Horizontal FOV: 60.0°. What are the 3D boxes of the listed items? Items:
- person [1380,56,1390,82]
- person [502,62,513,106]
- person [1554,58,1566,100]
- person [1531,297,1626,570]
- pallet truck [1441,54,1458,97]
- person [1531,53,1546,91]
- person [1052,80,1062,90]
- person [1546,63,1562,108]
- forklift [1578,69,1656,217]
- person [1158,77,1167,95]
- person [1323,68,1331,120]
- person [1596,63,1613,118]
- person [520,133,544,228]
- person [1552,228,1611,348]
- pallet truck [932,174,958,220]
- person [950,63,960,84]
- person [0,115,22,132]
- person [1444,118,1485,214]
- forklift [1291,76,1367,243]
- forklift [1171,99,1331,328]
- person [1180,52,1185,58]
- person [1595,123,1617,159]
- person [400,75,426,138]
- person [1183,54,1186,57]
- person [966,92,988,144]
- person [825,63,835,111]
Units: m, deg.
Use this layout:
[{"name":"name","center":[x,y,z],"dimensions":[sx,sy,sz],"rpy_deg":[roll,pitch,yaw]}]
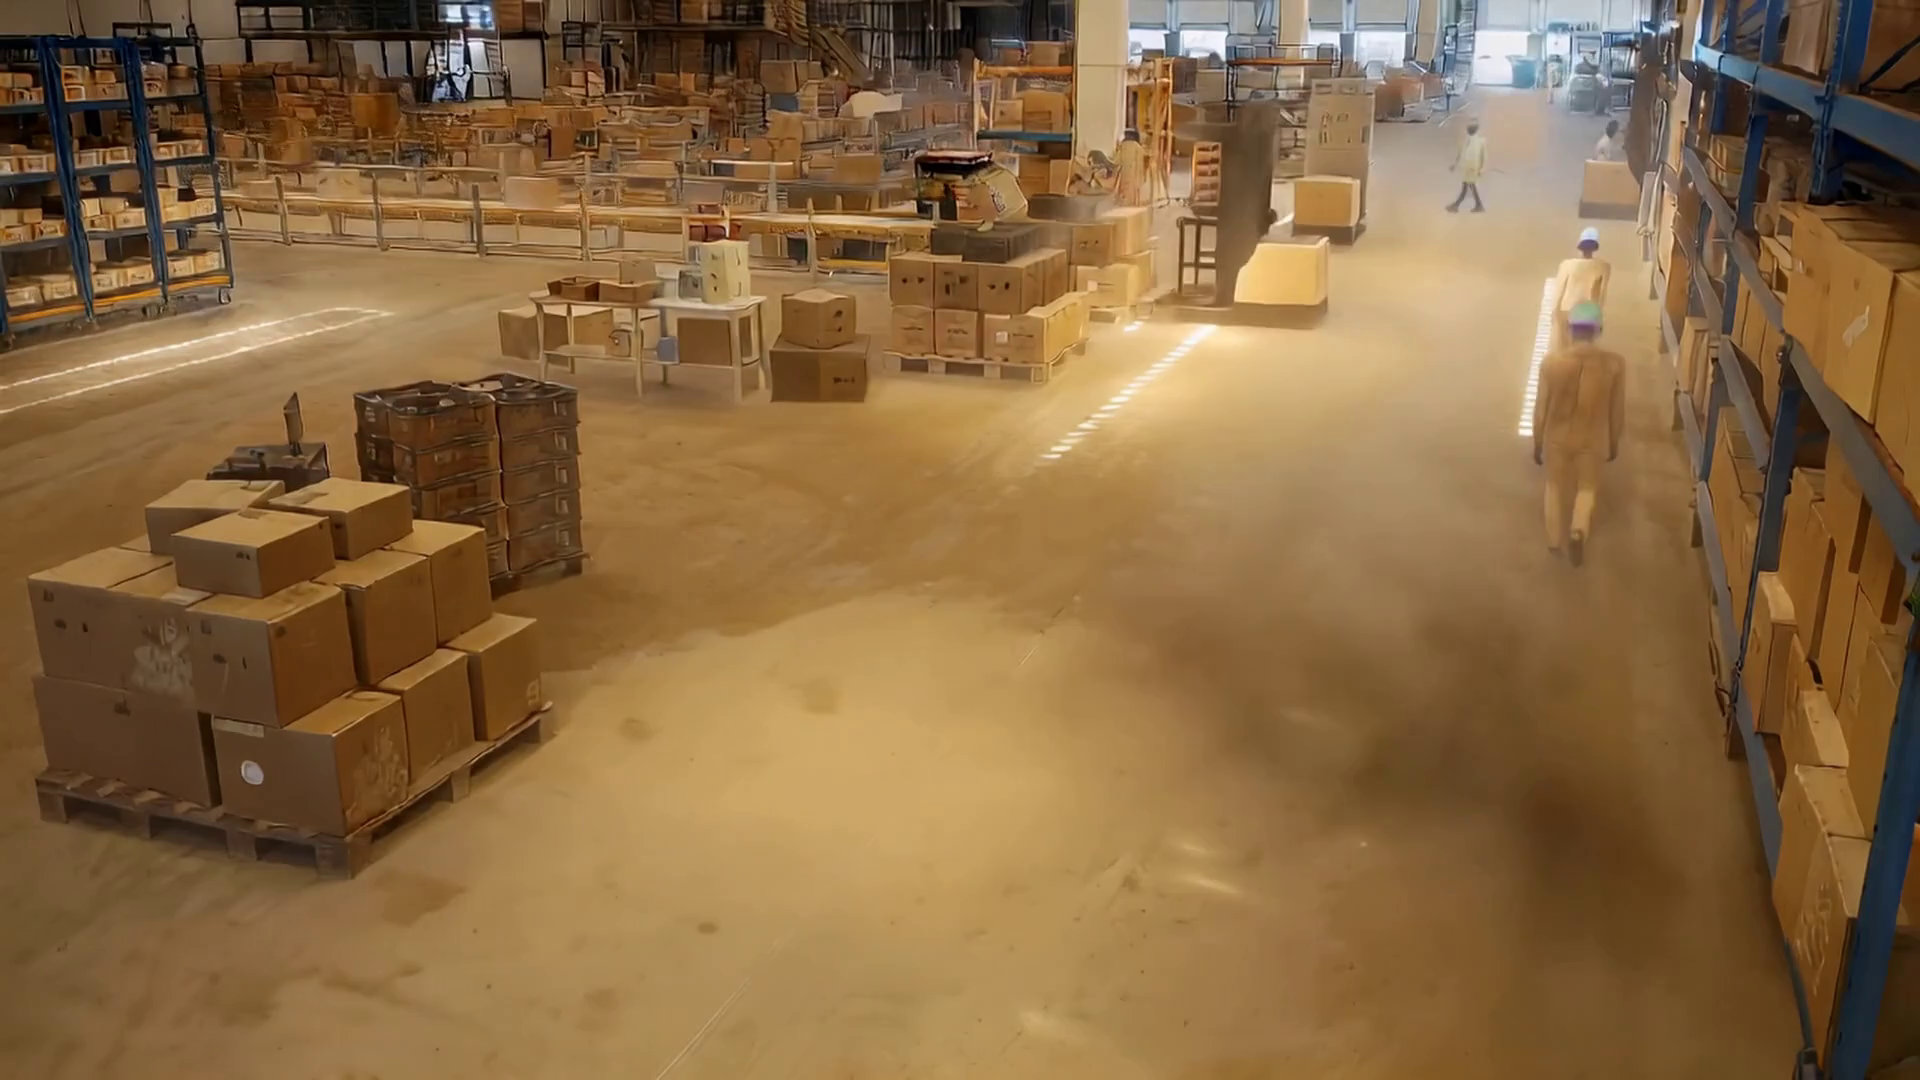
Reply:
[{"name":"person","center":[20.691,-22.653,81.030],"dimensions":[0.430,1.838,0.619],"rpy_deg":[-1,18,-2]},{"name":"person","center":[-19.423,-19.525,71.185],"dimensions":[0.345,1.847,0.508],"rpy_deg":[10,20,28]},{"name":"person","center":[27.325,-20.968,75.657],"dimensions":[0.648,1.880,0.570],"rpy_deg":[-14,22,-37]},{"name":"person","center":[4.429,-0.749,11.977],"dimensions":[0.626,1.978,0.746],"rpy_deg":[7,19,20]},{"name":"pallet truck","center":[22.765,-21.886,78.355],"dimensions":[0.823,1.965,1.885],"rpy_deg":[-4,18,-14]},{"name":"person","center":[29.519,-23.889,84.864],"dimensions":[0.594,1.875,0.986],"rpy_deg":[-8,20,-25]},{"name":"person","center":[3.665,-16.913,63.191],"dimensions":[0.926,1.716,0.539],"rpy_deg":[8,19,23]},{"name":"person","center":[24.728,-18.907,69.228],"dimensions":[0.581,1.860,0.849],"rpy_deg":[-1,18,-4]},{"name":"forklift","center":[13.219,-7.740,32.475],"dimensions":[1.873,2.768,1.129],"rpy_deg":[6,19,18]},{"name":"person","center":[7.099,-15.590,58.708],"dimensions":[0.664,1.918,0.553],"rpy_deg":[10,20,29]},{"name":"person","center":[13.725,-16.686,62.224],"dimensions":[0.328,1.872,0.514],"rpy_deg":[-8,19,-23]},{"name":"person","center":[24.427,-17.007,62.957],"dimensions":[0.545,2.000,0.710],"rpy_deg":[7,19,20]},{"name":"person","center":[-8.114,-6.729,31.135],"dimensions":[0.505,1.753,0.530],"rpy_deg":[2,18,7]},{"name":"person","center":[6.548,-2.399,17.567],"dimensions":[0.526,1.750,0.769],"rpy_deg":[5,18,16]},{"name":"pallet truck","center":[-0.507,-5.292,27.348],"dimensions":[0.653,1.274,1.630],"rpy_deg":[6,19,19]},{"name":"person","center":[-0.090,-18.052,66.418],"dimensions":[0.971,1.921,0.634],"rpy_deg":[9,20,27]},{"name":"person","center":[-23.858,-10.166,41.726],"dimensions":[0.647,1.881,0.863],"rpy_deg":[4,18,14]},{"name":"person","center":[10.207,-7.508,33.381],"dimensions":[1.017,1.880,0.559],"rpy_deg":[-6,18,-17]},{"name":"forklift","center":[6.598,-6.755,29.381],"dimensions":[1.129,2.768,1.873],"rpy_deg":[6,19,19]},{"name":"forklift","center":[3.834,-4.258,21.535],"dimensions":[1.873,2.768,1.129],"rpy_deg":[6,19,19]},{"name":"person","center":[11.873,-25.039,88.582],"dimensions":[0.658,1.795,0.932],"rpy_deg":[6,19,20]},{"name":"person","center":[13.714,-8.000,35.283],"dimensions":[0.863,1.644,0.544],"rpy_deg":[12,21,33]},{"name":"person","center":[-17.705,-13.866,53.190],"dimensions":[1.045,1.985,0.679],"rpy_deg":[2,18,7]},{"name":"person","center":[11.160,-23.103,82.372],"dimensions":[0.573,1.875,0.754],"rpy_deg":[-10,20,-29]},{"name":"person","center":[0.458,-11.479,45.957],"dimensions":[0.609,1.821,0.416],"rpy_deg":[8,19,24]},{"name":"person","center":[-5.213,-18.167,66.796],"dimensions":[0.390,1.922,0.591],"rpy_deg":[-15,23,-39]}]
